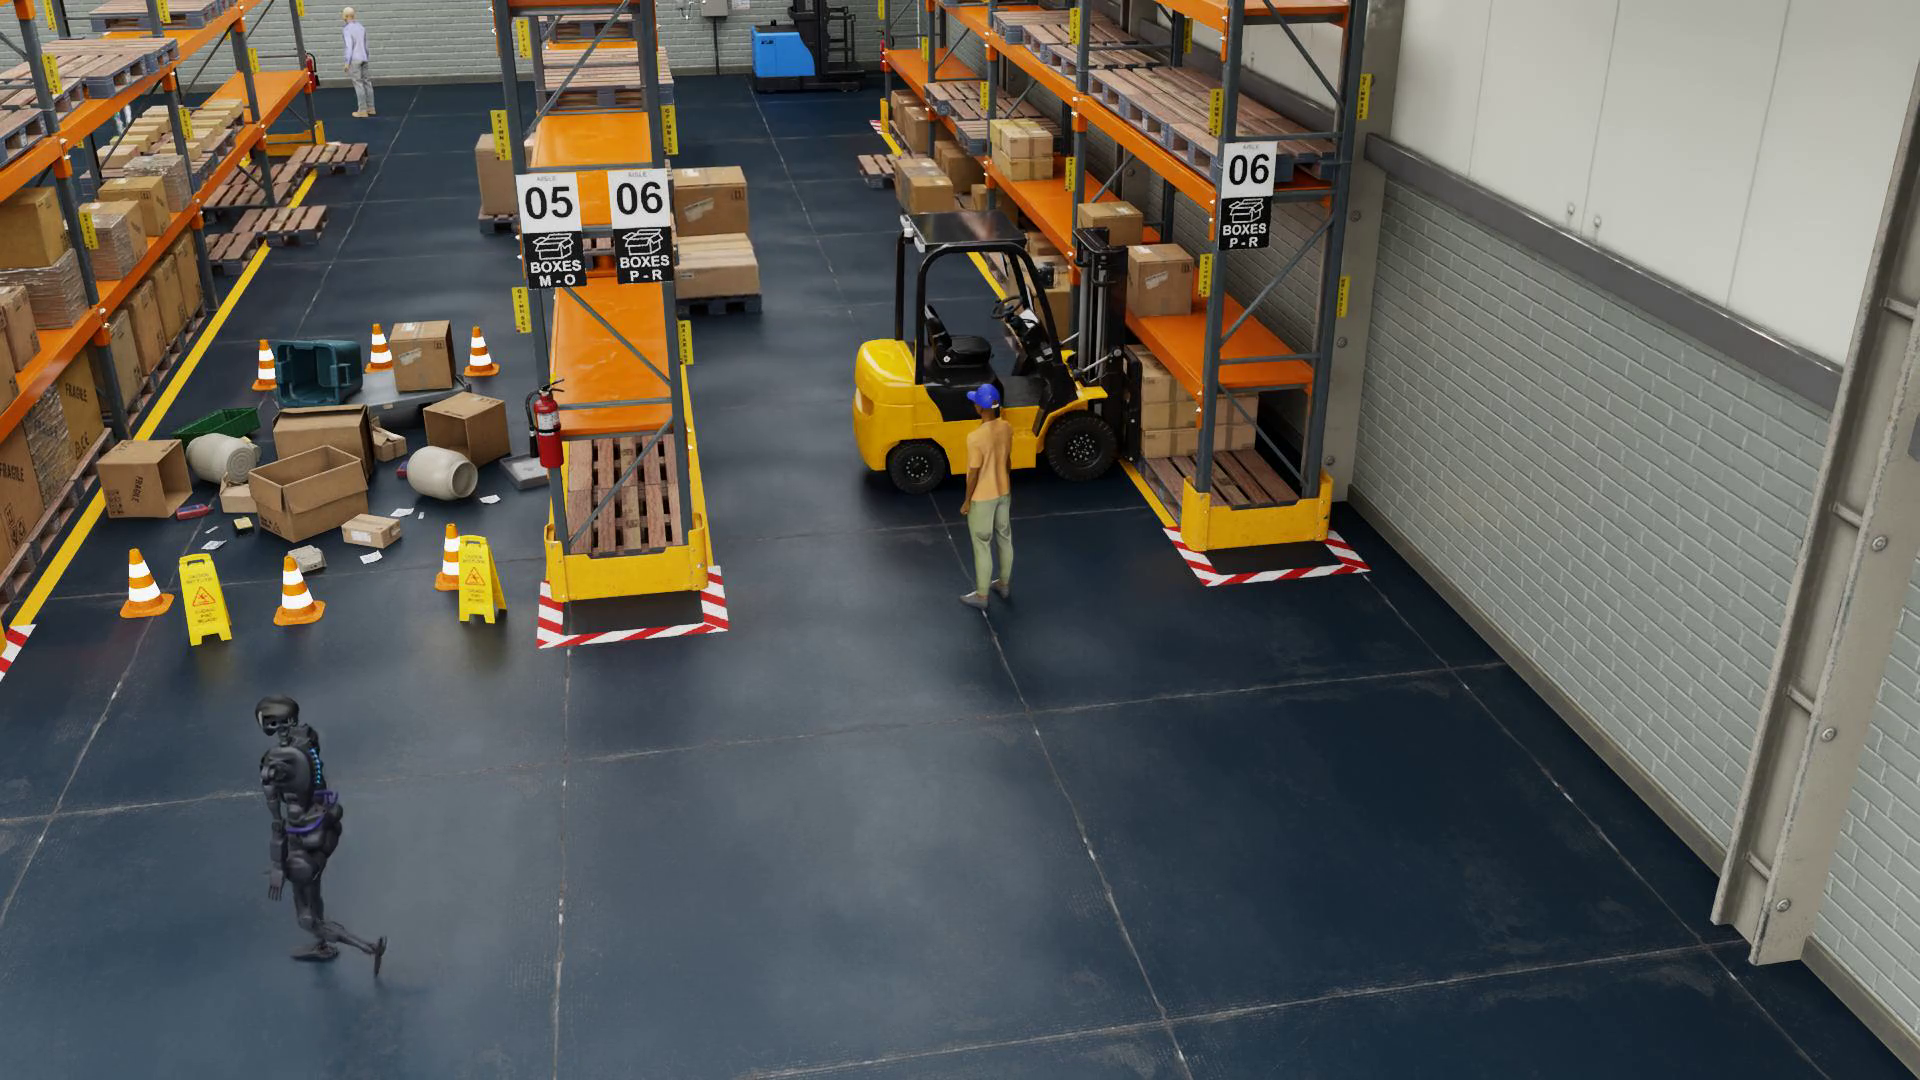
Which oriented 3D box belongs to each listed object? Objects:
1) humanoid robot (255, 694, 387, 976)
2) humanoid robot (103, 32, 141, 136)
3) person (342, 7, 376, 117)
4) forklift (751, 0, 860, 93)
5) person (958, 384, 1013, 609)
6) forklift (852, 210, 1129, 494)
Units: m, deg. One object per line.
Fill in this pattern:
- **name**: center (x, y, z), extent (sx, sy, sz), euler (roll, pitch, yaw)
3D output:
- **humanoid robot**: center (-3.246, 1.489, 8.420), extent (0.611, 1.632, 0.612), euler (2, 26, 3)
- **humanoid robot**: center (-13.351, -7.143, 26.411), extent (0.544, 1.871, 0.746), euler (-23, 34, -39)
- **person**: center (-10.233, -8.120, 28.273), extent (0.378, 1.797, 0.602), euler (7, 27, 15)
- **forklift**: center (-2.872, -9.679, 30.288), extent (1.873, 2.768, 1.129), euler (-5, 26, -10)
- **person**: center (0.188, -0.329, 12.141), extent (0.351, 1.718, 0.440), euler (23, 34, 40)
- **forklift**: center (0.216, -1.659, 14.366), extent (2.313, 2.155, 1.214), euler (-5, 26, -10)
